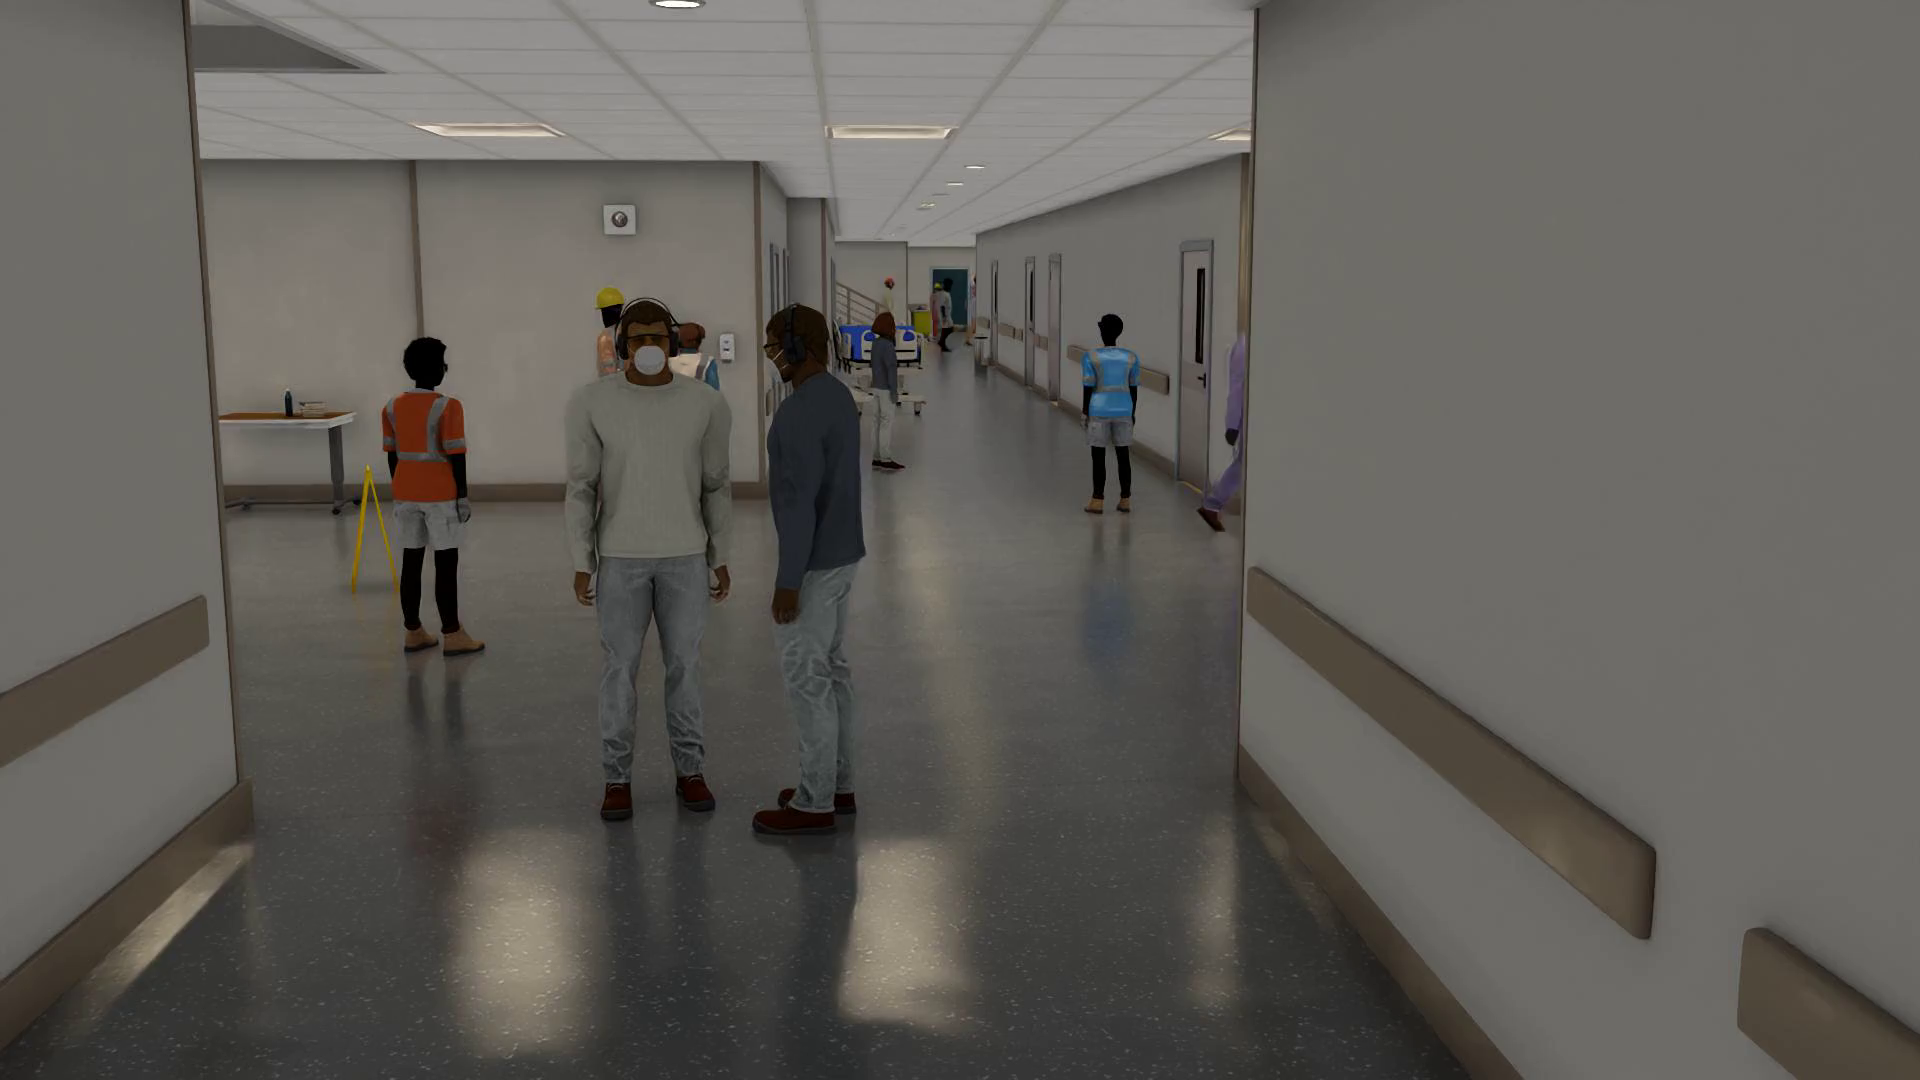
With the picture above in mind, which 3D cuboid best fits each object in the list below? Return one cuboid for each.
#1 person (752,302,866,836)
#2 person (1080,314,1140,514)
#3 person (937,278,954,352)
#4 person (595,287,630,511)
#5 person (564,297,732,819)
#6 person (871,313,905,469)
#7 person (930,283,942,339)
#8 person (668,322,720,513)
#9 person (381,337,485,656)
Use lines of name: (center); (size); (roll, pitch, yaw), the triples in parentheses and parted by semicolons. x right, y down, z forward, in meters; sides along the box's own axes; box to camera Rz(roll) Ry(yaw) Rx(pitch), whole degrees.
person: (-0.544, 0.105, 6.078); (0.390, 1.928, 0.636); (1, 9, 8)
person: (1.267, -1.067, 14.134); (0.541, 1.696, 0.315); (-3, 10, -18)
person: (-0.372, -5.896, 43.660); (0.418, 1.948, 0.625); (3, 9, 17)
person: (-2.922, -1.187, 14.177); (0.382, 1.923, 0.591); (3, 9, 17)
person: (-1.152, 0.070, 6.241); (0.632, 1.940, 0.372); (-3, 10, -19)
person: (-0.779, -1.559, 17.419); (0.286, 1.633, 0.499); (-4, 10, -25)
person: (-0.721, -7.238, 52.663); (0.524, 1.769, 0.308); (-4, 10, -24)
person: (-2.244, -1.003, 13.940); (0.526, 1.629, 0.372); (3, 9, 18)
person: (-2.825, -0.228, 8.860); (0.536, 1.697, 0.322); (4, 10, 25)
